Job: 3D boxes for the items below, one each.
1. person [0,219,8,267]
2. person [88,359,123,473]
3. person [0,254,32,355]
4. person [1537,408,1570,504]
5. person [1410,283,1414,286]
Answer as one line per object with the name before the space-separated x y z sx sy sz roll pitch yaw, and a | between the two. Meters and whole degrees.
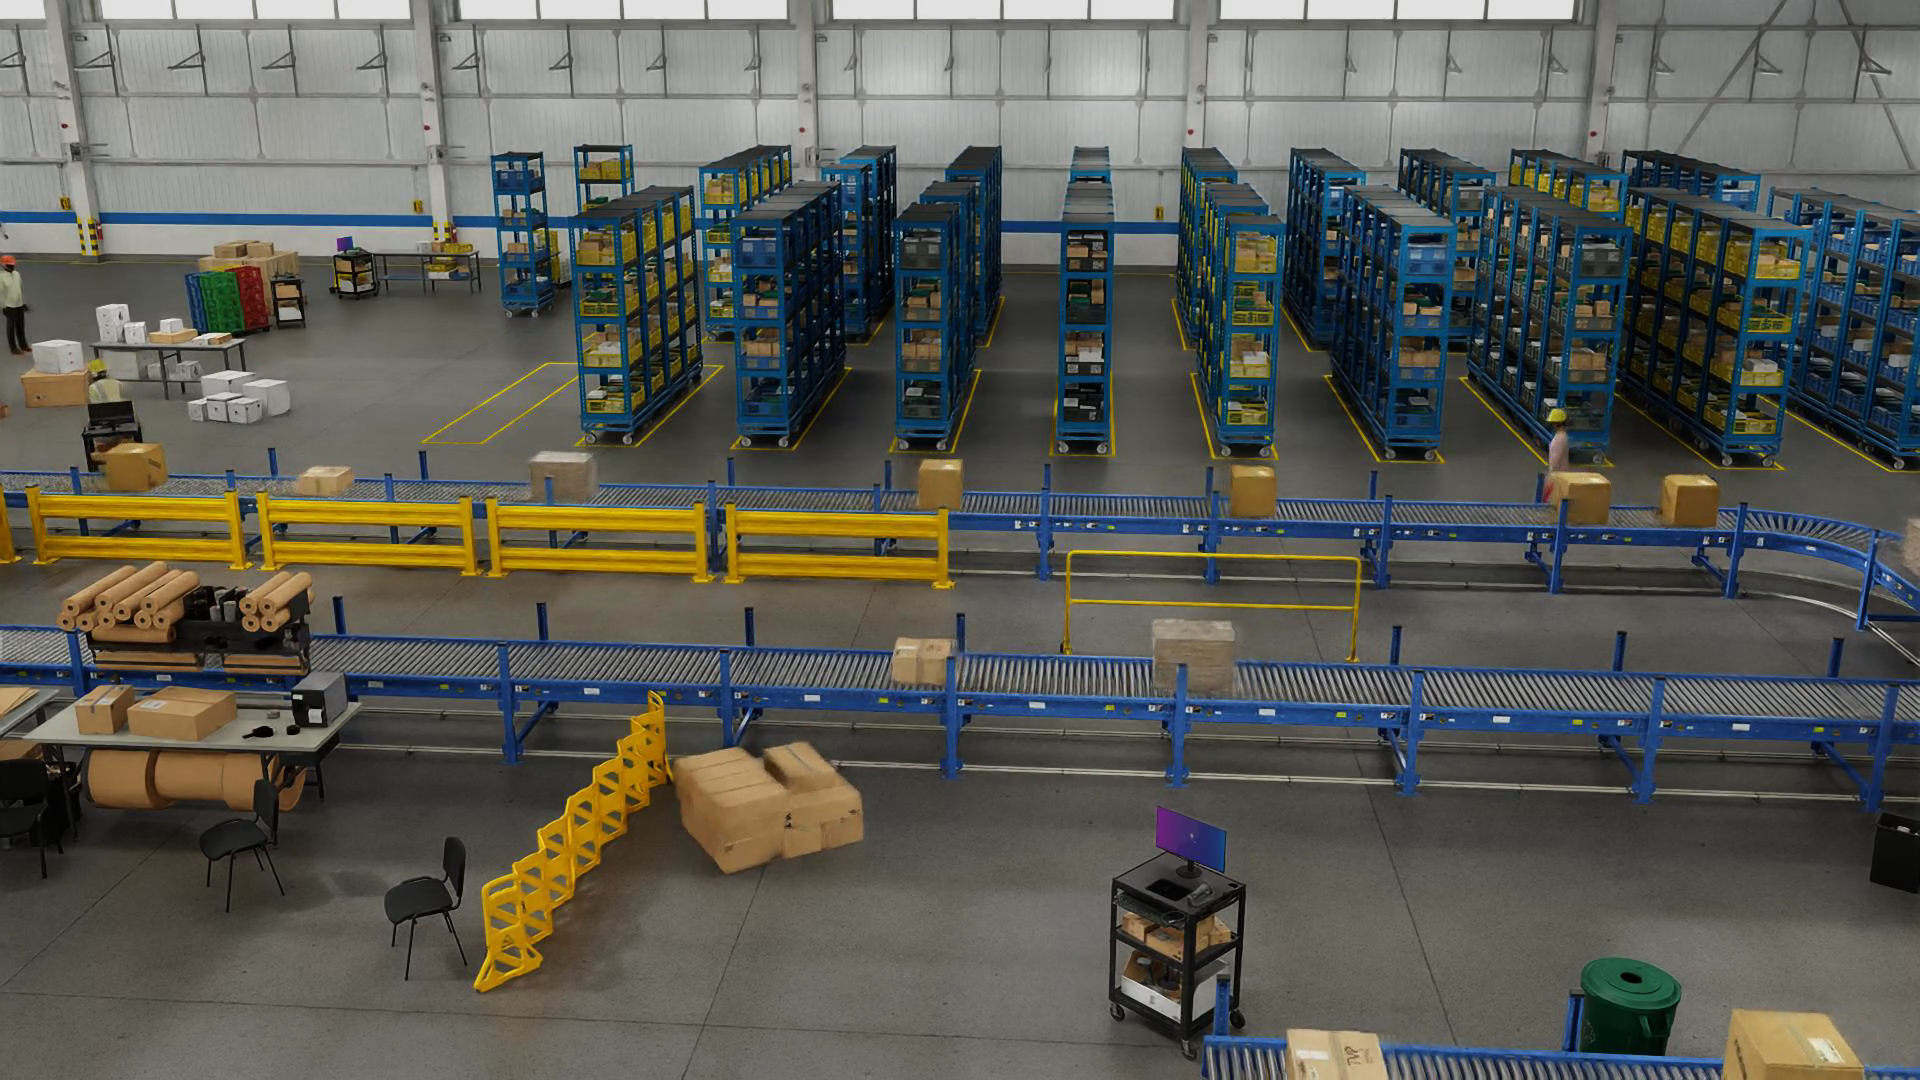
person | -26.196 -8.262 44.990 0.906 1.711 0.553 11 20 31
person | -12.406 -1.731 24.085 0.659 1.806 0.631 5 18 16
person | -18.907 -4.706 33.228 0.395 1.992 0.622 3 18 9
person | 7.748 -0.857 21.480 0.932 1.714 0.529 6 18 17
person | 8.607 -4.179 31.847 0.858 1.808 0.605 3 18 9
